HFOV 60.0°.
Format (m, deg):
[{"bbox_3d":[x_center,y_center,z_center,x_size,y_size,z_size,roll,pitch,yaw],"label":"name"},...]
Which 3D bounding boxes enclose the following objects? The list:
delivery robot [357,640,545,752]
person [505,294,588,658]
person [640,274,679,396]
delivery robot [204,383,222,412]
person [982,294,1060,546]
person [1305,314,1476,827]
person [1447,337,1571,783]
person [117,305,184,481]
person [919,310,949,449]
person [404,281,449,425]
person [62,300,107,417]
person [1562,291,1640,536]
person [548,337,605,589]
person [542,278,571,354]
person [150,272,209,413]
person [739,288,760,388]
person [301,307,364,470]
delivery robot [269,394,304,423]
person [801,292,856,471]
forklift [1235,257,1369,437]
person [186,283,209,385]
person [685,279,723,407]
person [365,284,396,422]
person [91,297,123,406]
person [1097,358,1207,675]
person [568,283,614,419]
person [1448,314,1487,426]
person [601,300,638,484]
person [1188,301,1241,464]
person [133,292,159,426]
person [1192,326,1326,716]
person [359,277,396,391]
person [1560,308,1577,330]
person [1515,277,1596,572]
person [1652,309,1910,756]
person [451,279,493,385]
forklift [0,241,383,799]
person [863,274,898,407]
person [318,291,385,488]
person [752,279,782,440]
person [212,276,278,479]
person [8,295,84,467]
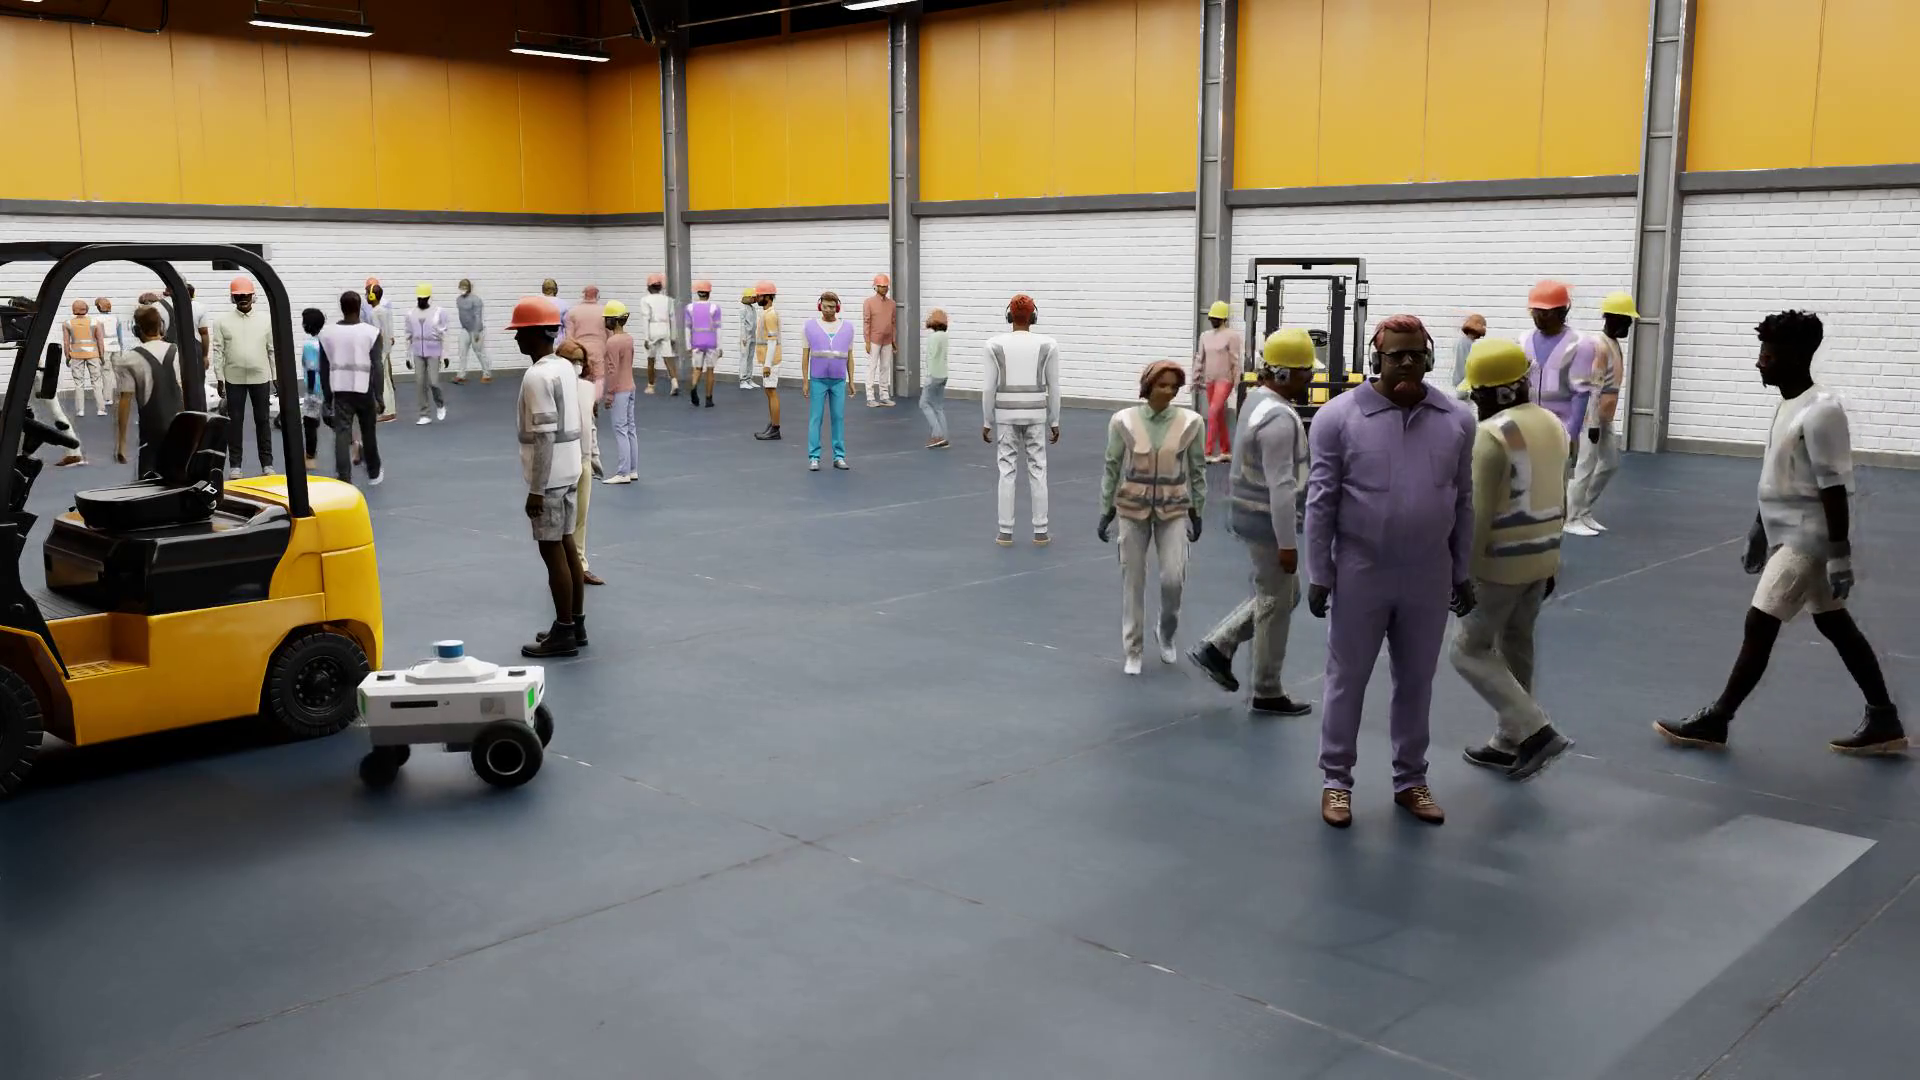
[{"bbox_3d":[-2.066,0.652,6.774,0.707,0.478,0.477,-1,9,-8],"label":"delivery robot"},{"bbox_3d":[-2.222,-0.338,8.899,0.374,1.935,0.552,1,9,3],"label":"person"},{"bbox_3d":[-4.883,-3.349,27.209,0.622,2.004,0.948,-7,12,-37],"label":"person"},{"bbox_3d":[-10.336,-1.942,22.676,0.477,0.478,0.707,-1,9,-7],"label":"delivery robot"},{"bbox_3d":[0.458,-0.891,12.456,0.585,1.882,0.337,0,9,0],"label":"person"},{"bbox_3d":[1.610,0.119,6.192,0.653,1.906,0.405,-1,9,-6],"label":"person"},{"bbox_3d":[2.224,0.099,6.624,0.627,1.804,0.520,-8,12,-39],"label":"person"},{"bbox_3d":[-5.516,-0.730,11.697,0.761,1.817,0.535,-7,12,-38],"label":"person"},{"bbox_3d":[-0.265,-1.853,19.247,0.340,1.604,0.588,3,10,20],"label":"person"},{"bbox_3d":[-7.084,-2.473,22.083,0.610,1.904,0.456,1,9,5],"label":"person"},{"bbox_3d":[-12.263,-2.538,23.304,0.514,1.640,0.310,-4,10,-24],"label":"person"},{"bbox_3d":[4.980,-0.967,12.899,0.462,1.912,0.593,6,11,33],"label":"person"},{"bbox_3d":[-2.511,-0.489,10.755,0.278,1.633,0.498,5,11,30],"label":"person"},{"bbox_3d":[-5.841,-2.766,23.788,0.635,1.936,0.351,0,9,0],"label":"person"},{"bbox_3d":[-9.679,-2.308,20.666,0.682,2.000,0.536,-3,10,-18],"label":"person"},{"bbox_3d":[-3.660,-3.508,28.930,0.302,1.745,0.483,3,10,20],"label":"person"},{"bbox_3d":[-6.537,-1.549,17.087,0.674,1.681,0.553,1,9,9],"label":"person"},{"bbox_3d":[-8.661,-1.725,21.346,0.707,0.478,0.477,5,10,28],"label":"delivery robot"},{"bbox_3d":[-1.358,-1.635,17.157,0.563,1.837,0.388,-3,10,-18],"label":"person"},{"bbox_3d":[3.309,-1.629,16.029,1.214,2.155,2.313,2,9,11],"label":"forklift"},{"bbox_3d":[-11.195,-2.804,24.233,0.311,1.869,0.530,3,10,19],"label":"person"},{"bbox_3d":[-3.818,-2.918,24.788,0.548,1.923,0.544,1,9,7],"label":"person"},{"bbox_3d":[-7.875,-2.529,22.546,0.310,1.868,0.534,0,9,-2],"label":"person"},{"bbox_3d":[-12.934,-2.854,25.239,0.312,1.639,0.520,4,10,25],"label":"person"},{"bbox_3d":[0.975,-0.111,8.491,0.558,1.623,0.369,1,9,5],"label":"person"},{"bbox_3d":[-5.040,-2.570,22.781,0.646,1.880,0.778,0,9,0],"label":"person"},{"bbox_3d":[5.426,-1.634,17.908,0.834,1.594,0.515,9,13,44],"label":"person"},{"bbox_3d":[-3.303,-1.423,16.078,0.310,1.769,0.525,1,9,8],"label":"person"},{"bbox_3d":[2.654,-1.650,17.582,0.758,1.719,0.574,-7,12,-37],"label":"person"},{"bbox_3d":[-10.404,-2.369,21.860,0.956,1.783,0.687,-2,9,-11],"label":"person"},{"bbox_3d":[1.406,-0.074,7.670,0.498,1.817,0.616,1,9,3],"label":"person"},{"bbox_3d":[-9.861,-3.470,28.135,0.552,1.932,0.388,-2,9,-11],"label":"person"},{"bbox_3d":[5.054,-1.156,14.247,0.633,1.828,0.446,-3,10,-16],"label":"person"},{"bbox_3d":[3.947,-0.749,11.188,0.534,2.013,0.616,-7,12,-38],"label":"person"},{"bbox_3d":[3.576,-0.018,7.047,1.024,1.906,0.610,3,10,17],"label":"person"},{"bbox_3d":[-8.755,-3.708,29.695,0.651,1.883,0.957,5,11,30],"label":"person"},{"bbox_3d":[-3.706,-0.171,7.093,1.214,2.155,2.313,9,13,43],"label":"forklift"},{"bbox_3d":[-1.193,-3.002,25.054,0.610,1.996,0.384,-8,12,-40],"label":"person"},{"bbox_3d":[-5.706,-1.401,15.636,0.611,1.865,0.999,-1,9,-5],"label":"person"},{"bbox_3d":[-2.337,-2.182,20.194,0.349,1.942,0.545,-1,9,-9],"label":"person"},{"bbox_3d":[-7.045,-1.599,16.452,0.610,1.996,0.379,-5,10,-28],"label":"person"},{"bbox_3d":[-9.688,-1.652,17.423,1.035,1.785,0.520,1,9,6],"label":"person"}]
